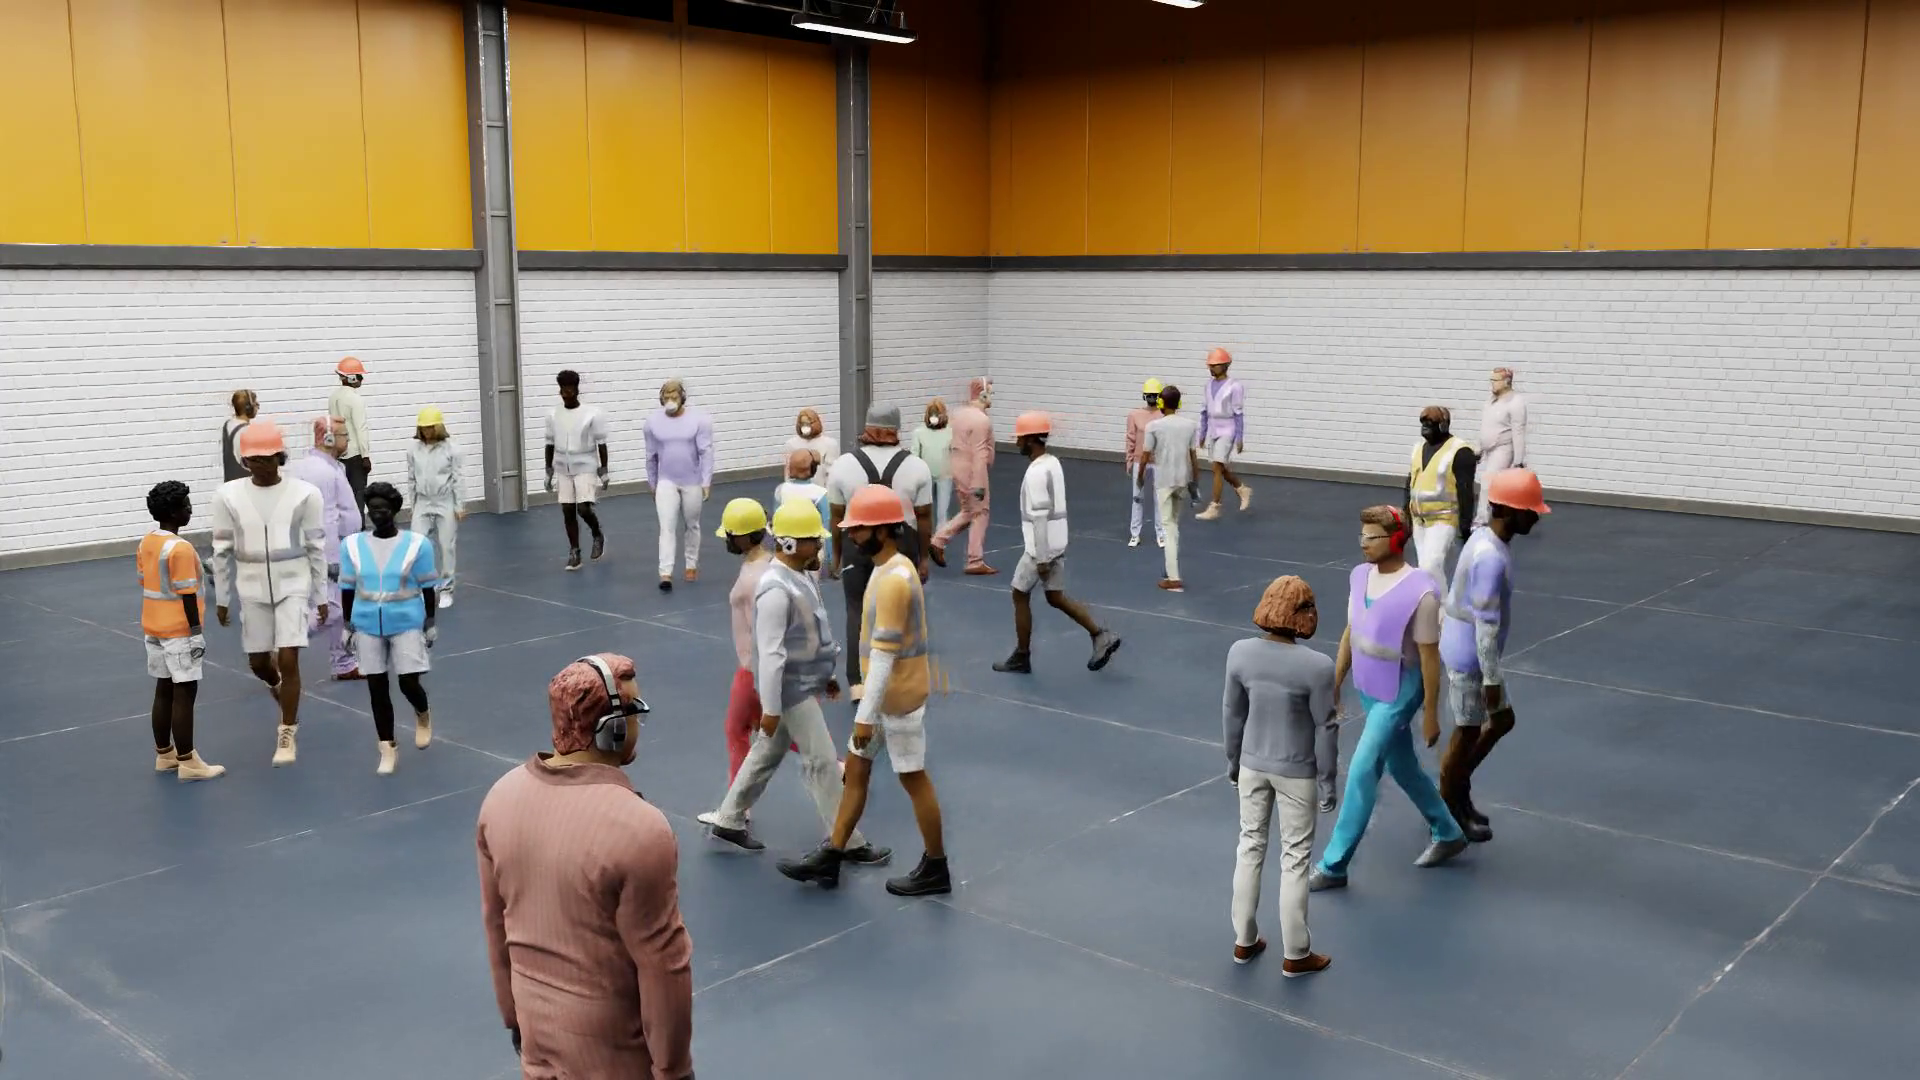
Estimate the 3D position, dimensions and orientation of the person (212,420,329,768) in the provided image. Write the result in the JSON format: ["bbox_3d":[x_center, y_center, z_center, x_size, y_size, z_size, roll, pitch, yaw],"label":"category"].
[{"bbox_3d":[-4.044,0.277,9.802,0.624,2.016,0.774,-2,9,-14],"label":"person"}]

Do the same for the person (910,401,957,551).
[{"bbox_3d":[-0.262,-0.583,16.529,0.523,1.588,0.849,2,9,11],"label":"person"}]

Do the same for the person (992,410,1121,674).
[{"bbox_3d":[0.680,0.034,11.725,0.851,1.903,0.552,4,10,22],"label":"person"}]

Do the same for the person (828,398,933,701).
[{"bbox_3d":[-0.530,0.054,11.120,0.690,2.000,0.538,0,9,-3],"label":"person"}]

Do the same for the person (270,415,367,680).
[{"bbox_3d":[-4.418,0.081,11.437,0.681,1.884,0.642,-2,9,-14],"label":"person"}]

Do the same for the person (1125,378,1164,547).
[{"bbox_3d":[1.987,-0.801,17.341,0.526,1.772,0.308,1,9,6],"label":"person"}]

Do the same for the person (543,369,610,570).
[{"bbox_3d":[-3.686,-0.675,15.985,0.618,1.944,0.510,2,9,12],"label":"person"}]

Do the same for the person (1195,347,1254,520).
[{"bbox_3d":[3.119,-1.246,19.399,0.859,2.017,0.614,-5,11,-31],"label":"person"}]

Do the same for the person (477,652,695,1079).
[{"bbox_3d":[-0.896,1.224,4.194,0.651,1.906,0.401,7,11,36],"label":"person"}]

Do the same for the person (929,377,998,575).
[{"bbox_3d":[0.037,-0.597,15.705,0.604,1.880,0.678,-4,10,-21],"label":"person"}]

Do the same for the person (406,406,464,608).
[{"bbox_3d":[-4.468,-0.274,14.167,0.489,1.732,0.360,0,9,-2],"label":"person"}]

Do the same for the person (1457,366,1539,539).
[{"bbox_3d":[5.880,-0.945,17.949,0.972,1.871,0.635,-1,9,-8],"label":"person"}]

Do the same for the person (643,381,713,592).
[{"bbox_3d":[-2.551,-0.495,15.062,0.639,1.878,1.043,-1,9,-4],"label":"person"}]

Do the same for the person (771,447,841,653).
[{"bbox_3d":[-1.152,0.132,12.042,0.533,1.598,0.869,7,11,37],"label":"person"}]

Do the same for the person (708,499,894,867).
[{"bbox_3d":[-0.813,0.681,7.993,0.922,1.792,0.597,0,9,1],"label":"person"}]

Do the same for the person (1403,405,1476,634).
[{"bbox_3d":[3.713,-0.149,13.062,0.481,1.823,0.662,-4,10,-25],"label":"person"}]

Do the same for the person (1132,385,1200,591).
[{"bbox_3d":[1.856,-0.481,15.098,0.546,1.836,0.734,-3,10,-21],"label":"person"}]

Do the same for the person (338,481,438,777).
[{"bbox_3d":[-3.254,0.489,9.511,0.539,1.683,0.444,-1,9,-4],"label":"person"}]

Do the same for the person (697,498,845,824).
[{"bbox_3d":[-0.963,0.626,8.500,0.728,1.722,0.524,1,9,4],"label":"person"}]

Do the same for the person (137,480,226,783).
[{"bbox_3d":[-4.398,0.508,9.343,0.541,1.695,0.316,8,12,40],"label":"person"}]

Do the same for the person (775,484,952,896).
[{"bbox_3d":[-0.448,0.699,7.492,0.903,1.900,0.576,-1,9,-6],"label":"person"}]

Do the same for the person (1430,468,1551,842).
[{"bbox_3d":[2.592,0.581,8.209,0.517,1.909,0.568,3,10,20],"label":"person"}]

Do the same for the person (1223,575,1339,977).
[{"bbox_3d":[1.305,0.950,6.767,0.508,1.632,0.265,8,12,40],"label":"person"}]

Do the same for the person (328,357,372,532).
[{"bbox_3d":[-6.277,-0.894,17.214,0.624,1.992,0.390,8,12,40],"label":"person"}]

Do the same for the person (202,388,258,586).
[{"bbox_3d":[-6.444,-0.438,14.878,0.539,1.831,0.621,6,11,32],"label":"person"}]

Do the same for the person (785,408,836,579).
[{"bbox_3d":[-1.378,-0.409,15.370,0.498,1.614,0.442,0,9,2],"label":"person"}]

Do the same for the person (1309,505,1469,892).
[{"bbox_3d":[2.010,0.718,7.745,0.996,1.802,0.581,-3,9,-16],"label":"person"}]
